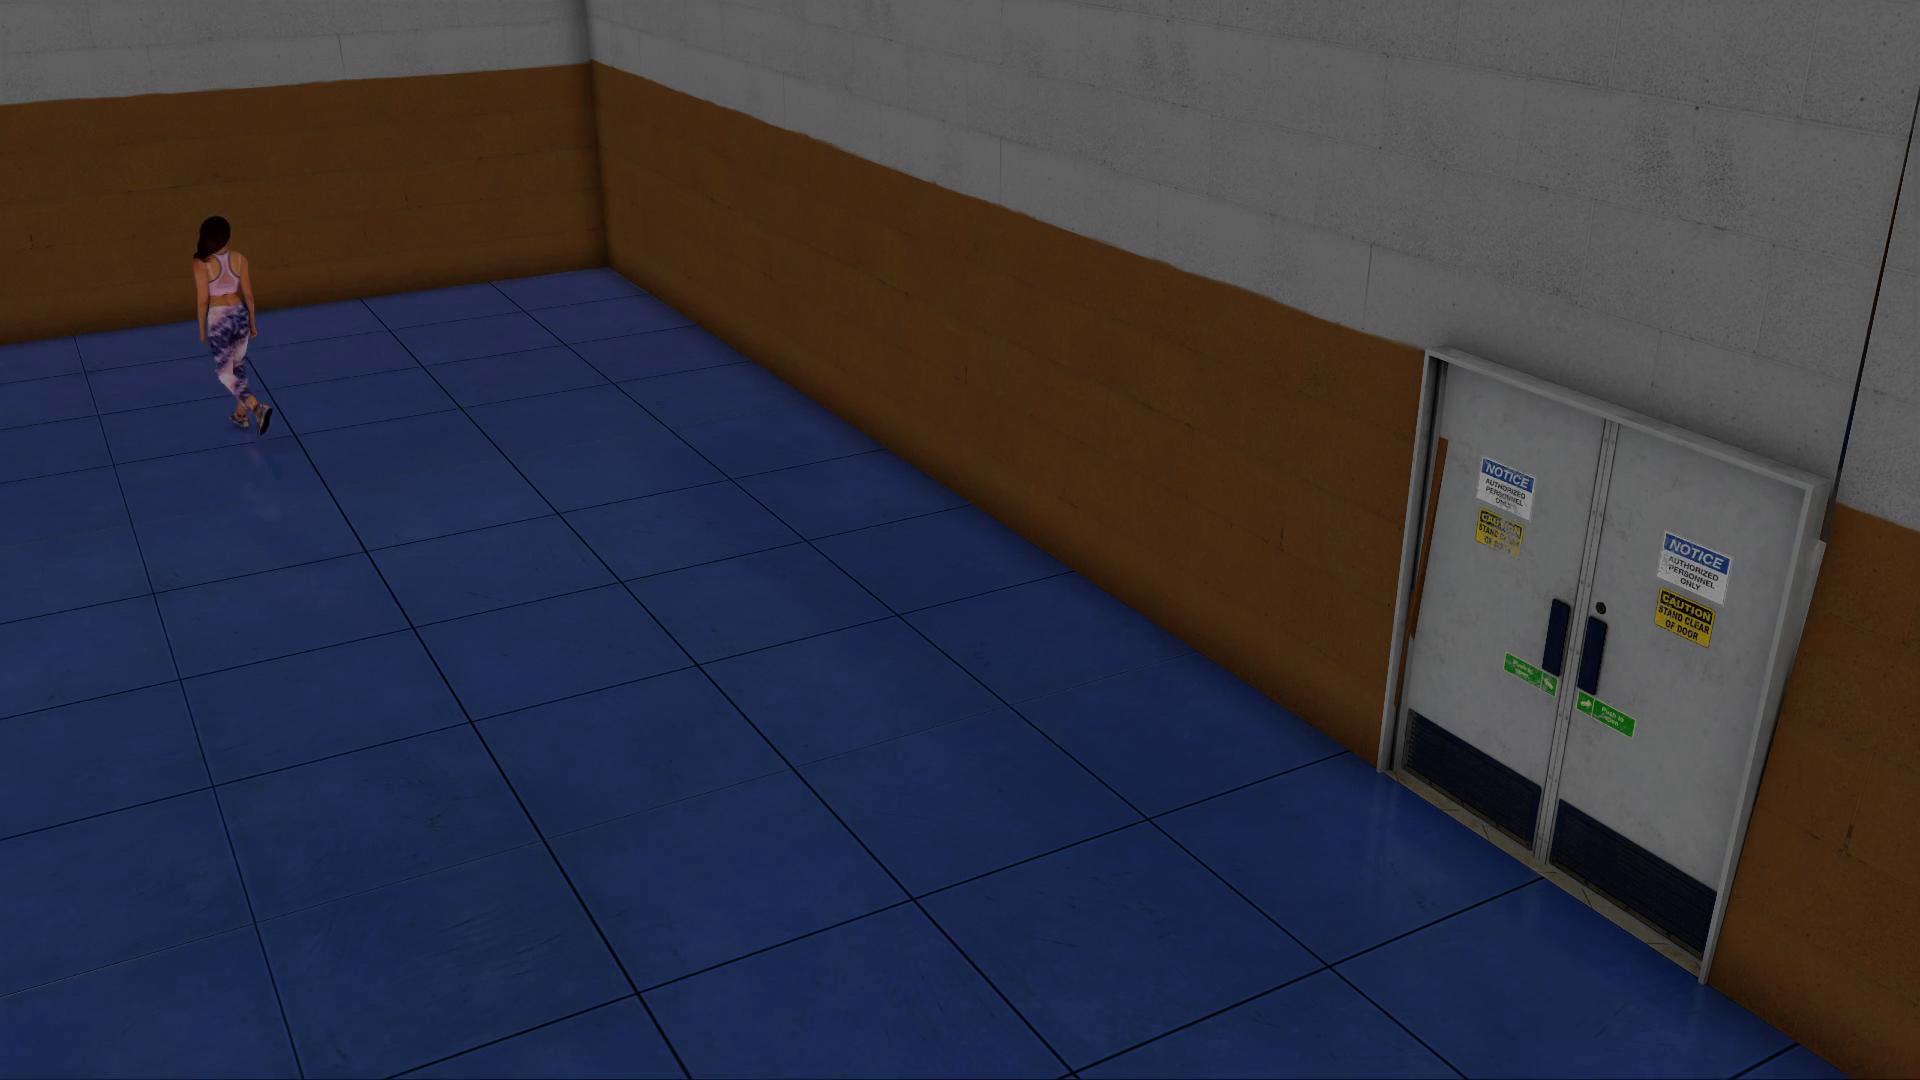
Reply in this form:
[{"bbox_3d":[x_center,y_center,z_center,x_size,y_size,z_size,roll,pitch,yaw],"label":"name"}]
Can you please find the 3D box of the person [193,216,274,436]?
[{"bbox_3d":[-5.703,-1.640,13.048,0.889,1.746,1.072,19,30,37],"label":"person"}]
